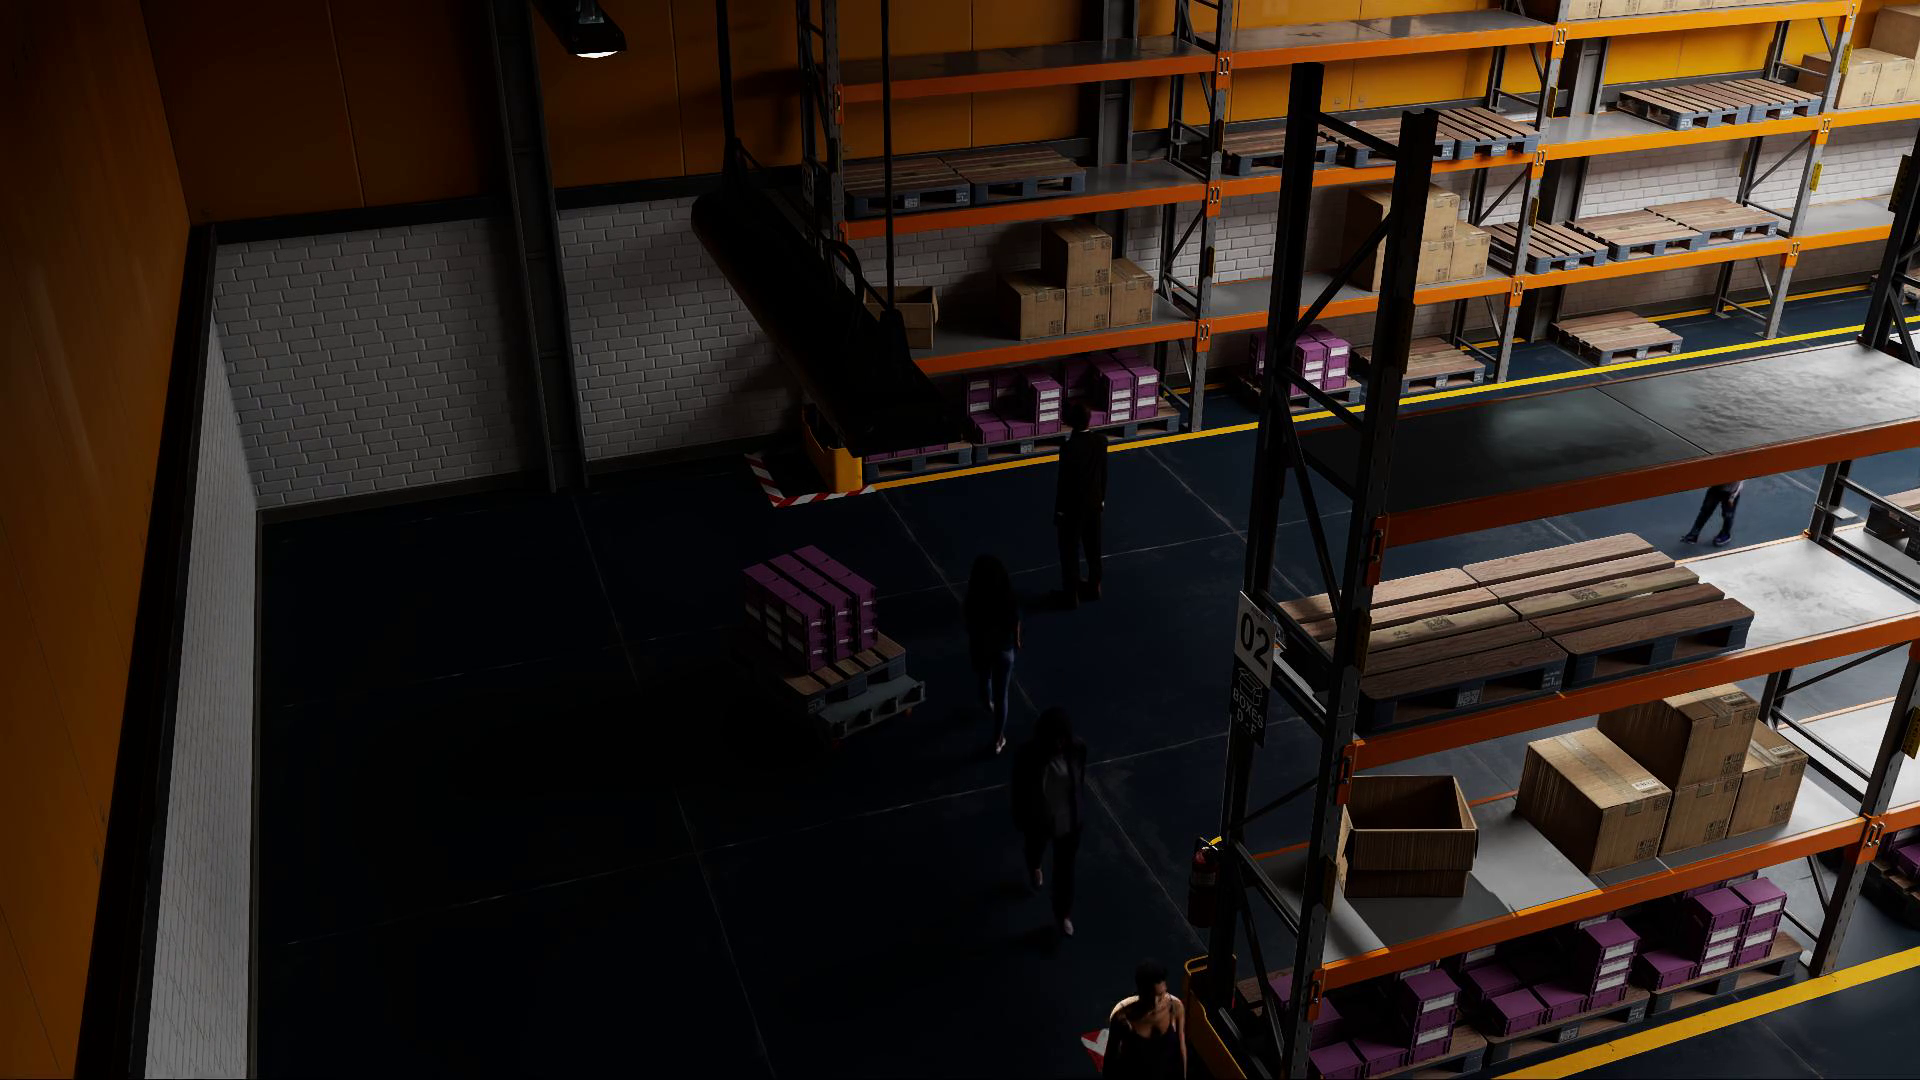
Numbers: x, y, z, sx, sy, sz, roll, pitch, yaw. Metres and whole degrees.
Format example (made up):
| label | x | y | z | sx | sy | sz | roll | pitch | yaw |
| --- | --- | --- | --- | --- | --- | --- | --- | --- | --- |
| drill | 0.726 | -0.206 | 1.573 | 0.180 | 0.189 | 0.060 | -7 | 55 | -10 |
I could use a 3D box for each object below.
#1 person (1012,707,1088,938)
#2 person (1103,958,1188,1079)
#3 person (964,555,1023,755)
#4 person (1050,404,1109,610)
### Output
| label | x | y | z | sx | sy | sz | roll | pitch | yaw |
| --- | --- | --- | --- | --- | --- | --- | --- | --- | --- |
| person | 0.598 | 1.803 | 11.211 | 1.040 | 1.561 | 0.873 | -4 | 29 | -8 |
| person | 0.960 | 2.873 | 9.085 | 0.543 | 1.717 | 0.651 | -11 | 30 | -19 |
| person | 0.260 | 0.918 | 12.814 | 1.036 | 1.578 | 0.888 | 1 | 29 | 2 |
| person | 1.075 | -0.316 | 14.738 | 0.609 | 1.902 | 0.784 | -17 | 33 | -28 |
